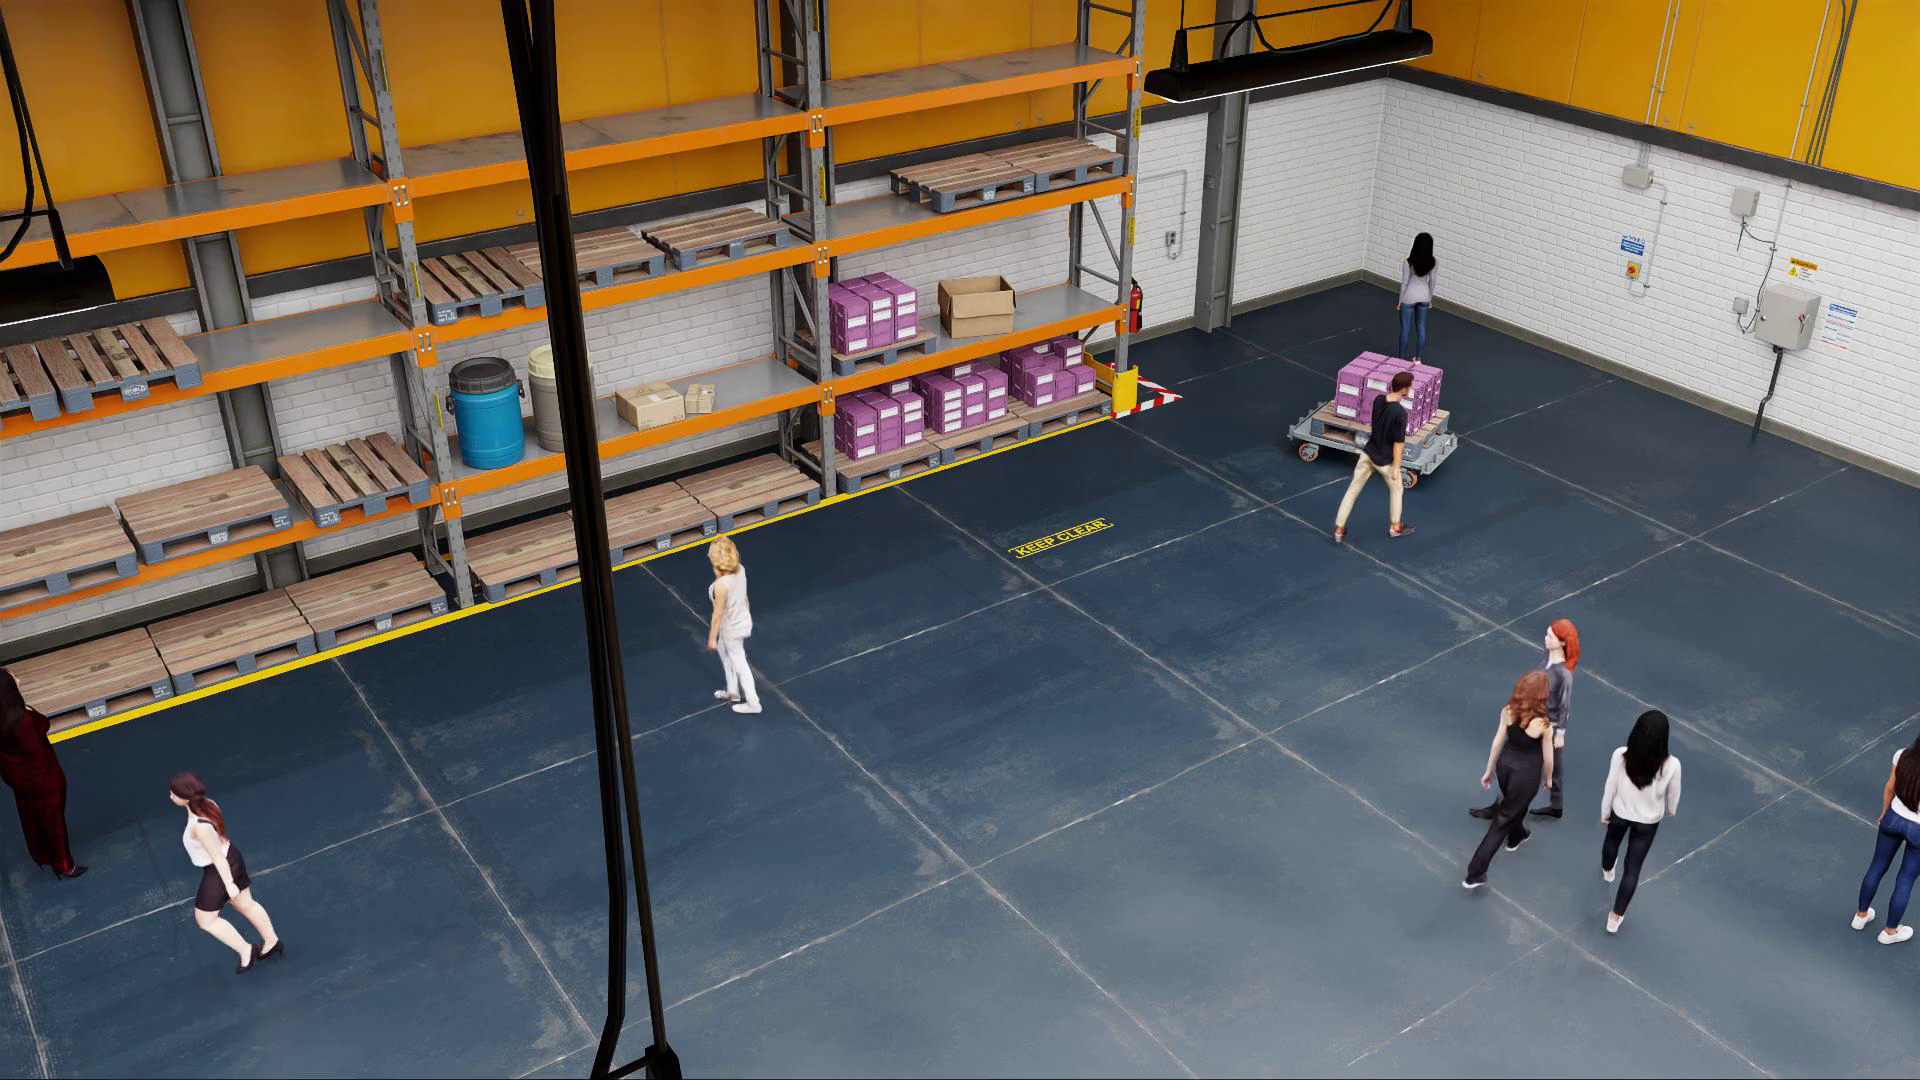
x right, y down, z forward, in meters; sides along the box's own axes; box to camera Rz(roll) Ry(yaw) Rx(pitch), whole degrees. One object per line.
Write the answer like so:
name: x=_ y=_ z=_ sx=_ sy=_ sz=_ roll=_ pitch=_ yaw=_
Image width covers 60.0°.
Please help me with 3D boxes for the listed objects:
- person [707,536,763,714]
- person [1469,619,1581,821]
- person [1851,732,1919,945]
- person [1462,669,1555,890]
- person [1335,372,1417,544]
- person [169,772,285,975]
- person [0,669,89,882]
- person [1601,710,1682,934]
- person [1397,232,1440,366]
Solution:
person: x=-1.799 y=0.734 z=13.785 sx=0.863 sy=1.652 sz=0.805 roll=6 pitch=29 yaw=11
person: x=4.497 y=1.386 z=12.494 sx=1.057 sy=1.743 sz=0.935 roll=1 pitch=29 yaw=2
person: x=6.473 y=1.984 z=11.363 sx=0.532 sy=1.776 sz=0.598 roll=-16 pitch=32 yaw=-26
person: x=3.918 y=1.752 z=11.871 sx=1.147 sy=1.698 sz=0.618 roll=-22 pitch=35 yaw=-34
person: x=4.070 y=-0.768 z=16.397 sx=1.030 sy=1.786 sz=0.685 roll=-22 pitch=35 yaw=-34
person: x=-4.862 y=2.228 z=11.077 sx=0.751 sy=1.621 sz=0.649 roll=-11 pitch=30 yaw=-19
person: x=-6.684 y=1.676 z=11.946 sx=0.752 sy=1.758 sz=0.735 roll=17 pitch=33 yaw=29
person: x=4.650 y=1.973 z=11.501 sx=0.921 sy=1.663 sz=1.114 roll=15 pitch=32 yaw=26
person: x=5.601 y=-2.938 z=20.428 sx=0.619 sy=1.736 sz=0.743 roll=-4 pitch=29 yaw=-7
